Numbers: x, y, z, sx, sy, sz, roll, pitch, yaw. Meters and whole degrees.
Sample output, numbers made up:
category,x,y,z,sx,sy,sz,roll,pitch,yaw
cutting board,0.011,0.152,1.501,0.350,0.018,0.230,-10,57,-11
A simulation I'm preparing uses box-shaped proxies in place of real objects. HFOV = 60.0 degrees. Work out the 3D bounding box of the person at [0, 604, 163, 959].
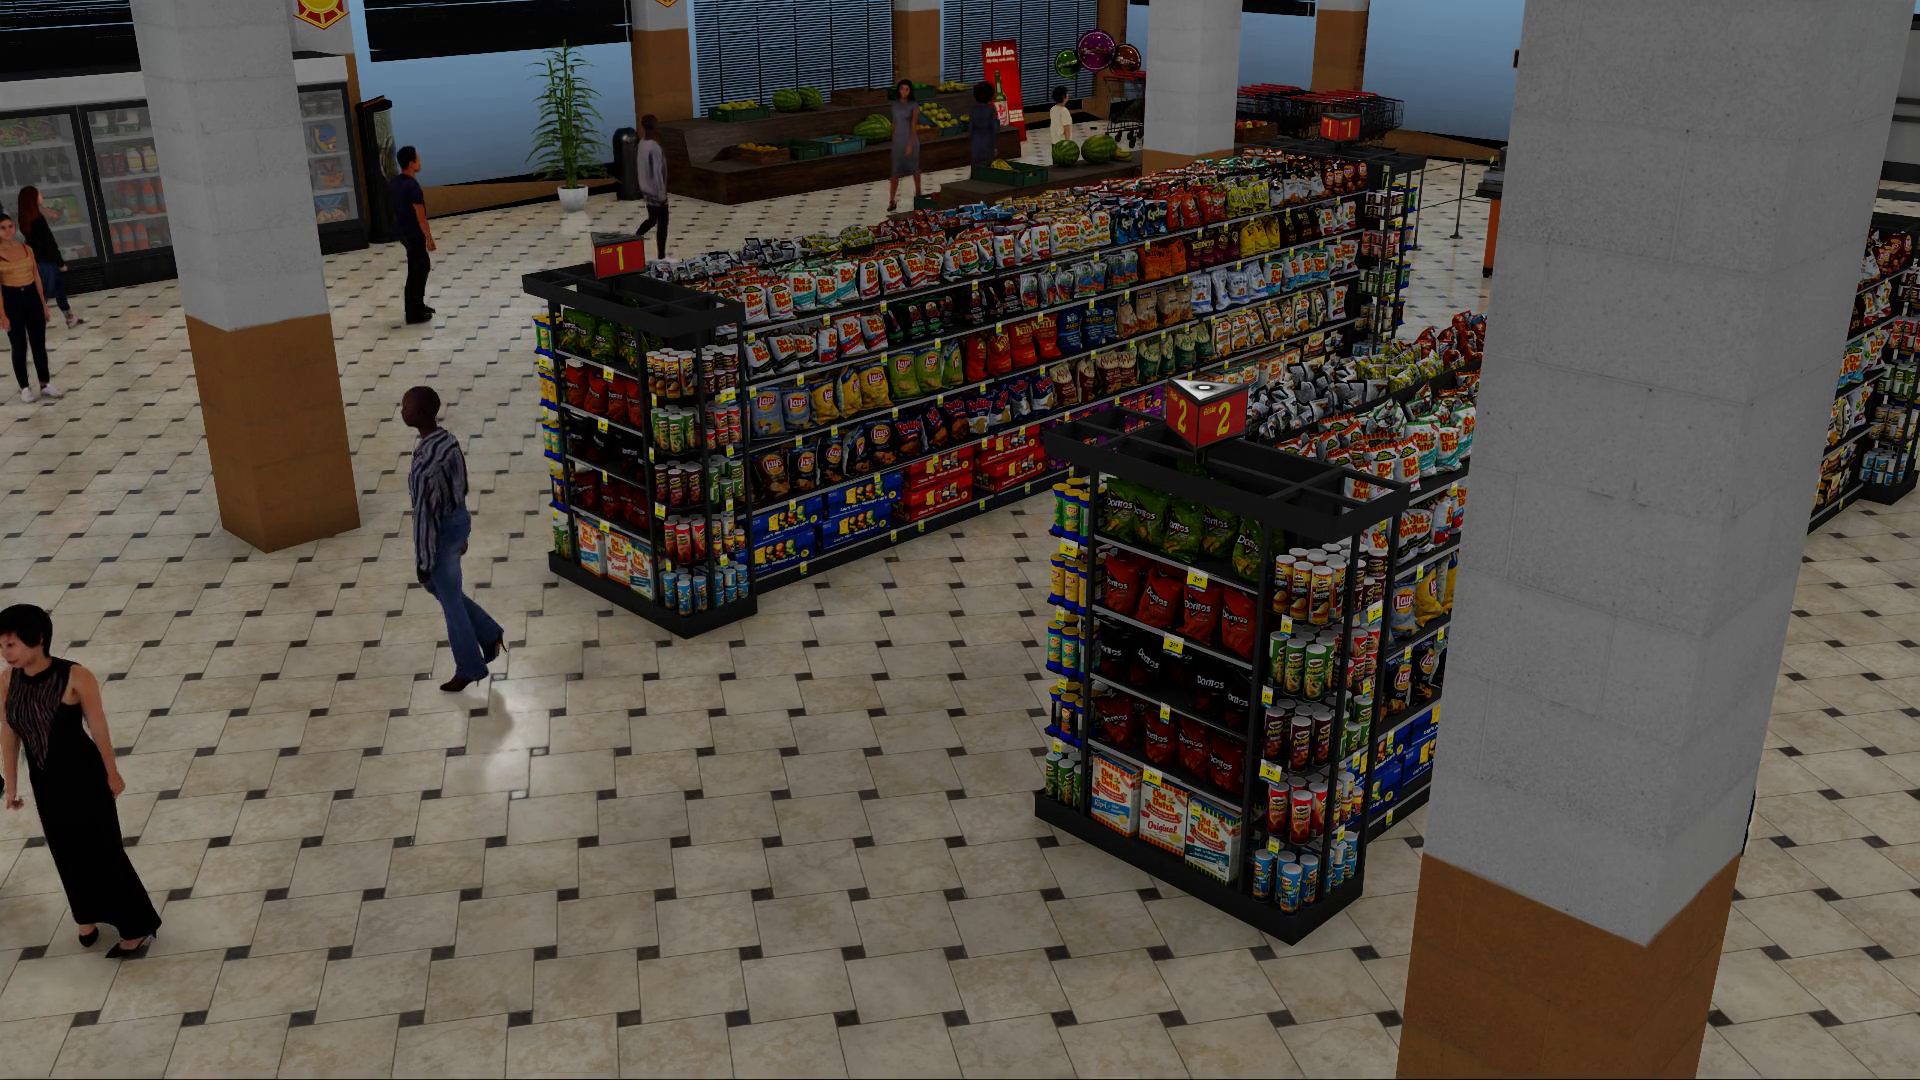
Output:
category,x,y,z,sx,sy,sz,roll,pitch,yaw
person,-3.761,0.984,7.024,0.740,1.585,0.765,-1,22,-2

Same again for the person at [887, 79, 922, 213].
category,x,y,z,sx,sy,sz,roll,pitch,yaw
person,-0.676,-5.294,22.479,0.898,1.712,1.248,10,24,23

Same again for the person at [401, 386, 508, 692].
category,x,y,z,sx,sy,sz,roll,pitch,yaw
person,-2.740,0.014,9.172,0.845,1.785,0.795,-3,22,-6

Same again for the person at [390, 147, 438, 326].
category,x,y,z,sx,sy,sz,roll,pitch,yaw
person,-5.633,-3.064,16.840,0.625,1.778,0.670,-19,28,-38

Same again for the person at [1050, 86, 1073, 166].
category,x,y,z,sx,sy,sz,roll,pitch,yaw
person,1.412,-5.522,23.213,0.592,1.588,0.647,-11,25,-26

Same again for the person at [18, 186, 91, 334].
category,x,y,z,sx,sy,sz,roll,pitch,yaw
person,-9.125,-2.733,16.450,0.604,1.455,0.973,18,28,38

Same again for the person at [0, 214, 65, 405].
category,x,y,z,sx,sy,sz,roll,pitch,yaw
person,-8.161,-2.013,14.449,0.665,1.612,0.515,16,27,34

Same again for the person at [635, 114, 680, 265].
category,x,y,z,sx,sy,sz,roll,pitch,yaw
person,-3.624,-4.012,19.223,0.922,1.761,0.691,-15,27,-34

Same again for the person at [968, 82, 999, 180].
category,x,y,z,sx,sy,sz,roll,pitch,yaw
person,0.280,-5.293,22.536,0.945,1.668,1.197,7,23,16
